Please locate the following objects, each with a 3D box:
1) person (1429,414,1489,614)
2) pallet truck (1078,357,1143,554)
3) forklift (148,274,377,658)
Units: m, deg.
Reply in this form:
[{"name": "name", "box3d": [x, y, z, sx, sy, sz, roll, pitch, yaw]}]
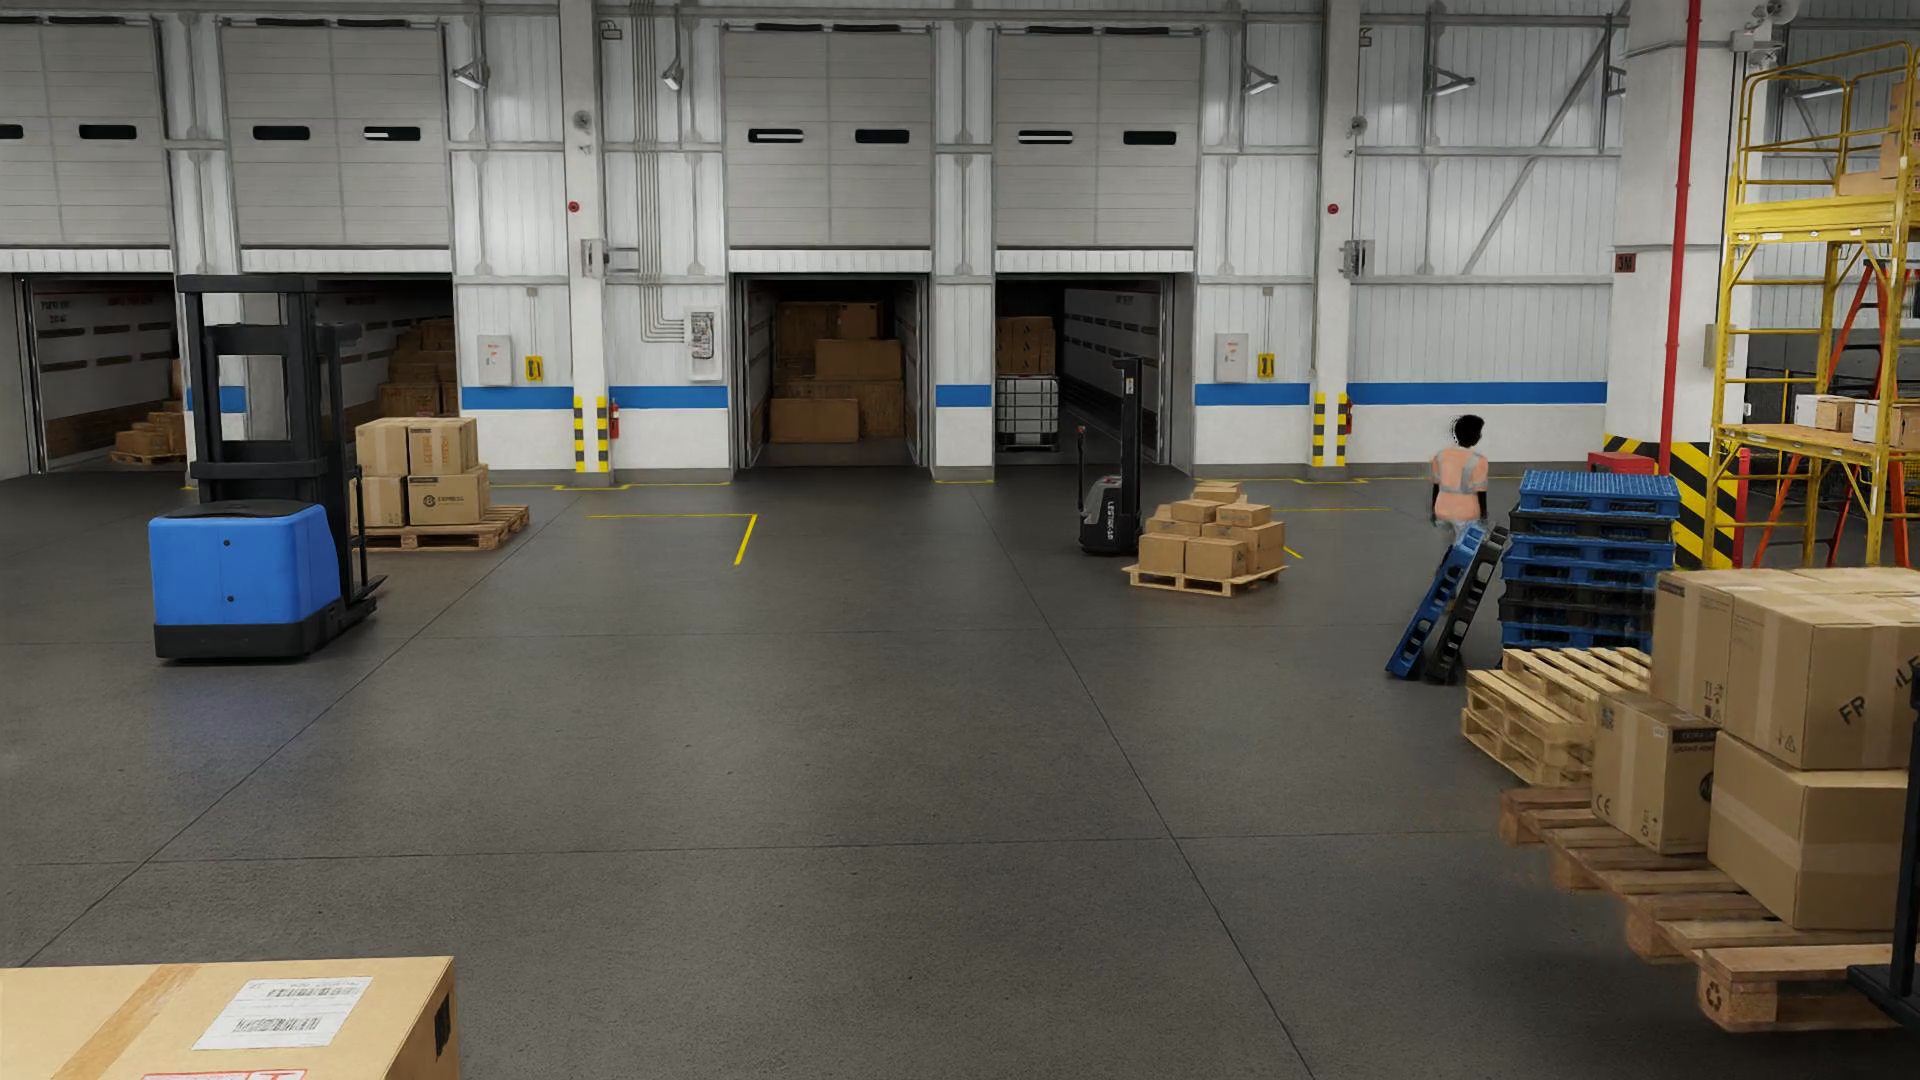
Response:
[{"name": "person", "box3d": [4.159, -0.208, 13.799, 0.382, 1.675, 0.548, -6, 11, -33]}, {"name": "pallet truck", "box3d": [2.088, -0.836, 16.757, 1.885, 1.965, 0.823, 2, 9, 13]}, {"name": "forklift", "box3d": [-5.348, -0.627, 12.681, 1.129, 2.768, 1.873, -1, 9, -4]}]
